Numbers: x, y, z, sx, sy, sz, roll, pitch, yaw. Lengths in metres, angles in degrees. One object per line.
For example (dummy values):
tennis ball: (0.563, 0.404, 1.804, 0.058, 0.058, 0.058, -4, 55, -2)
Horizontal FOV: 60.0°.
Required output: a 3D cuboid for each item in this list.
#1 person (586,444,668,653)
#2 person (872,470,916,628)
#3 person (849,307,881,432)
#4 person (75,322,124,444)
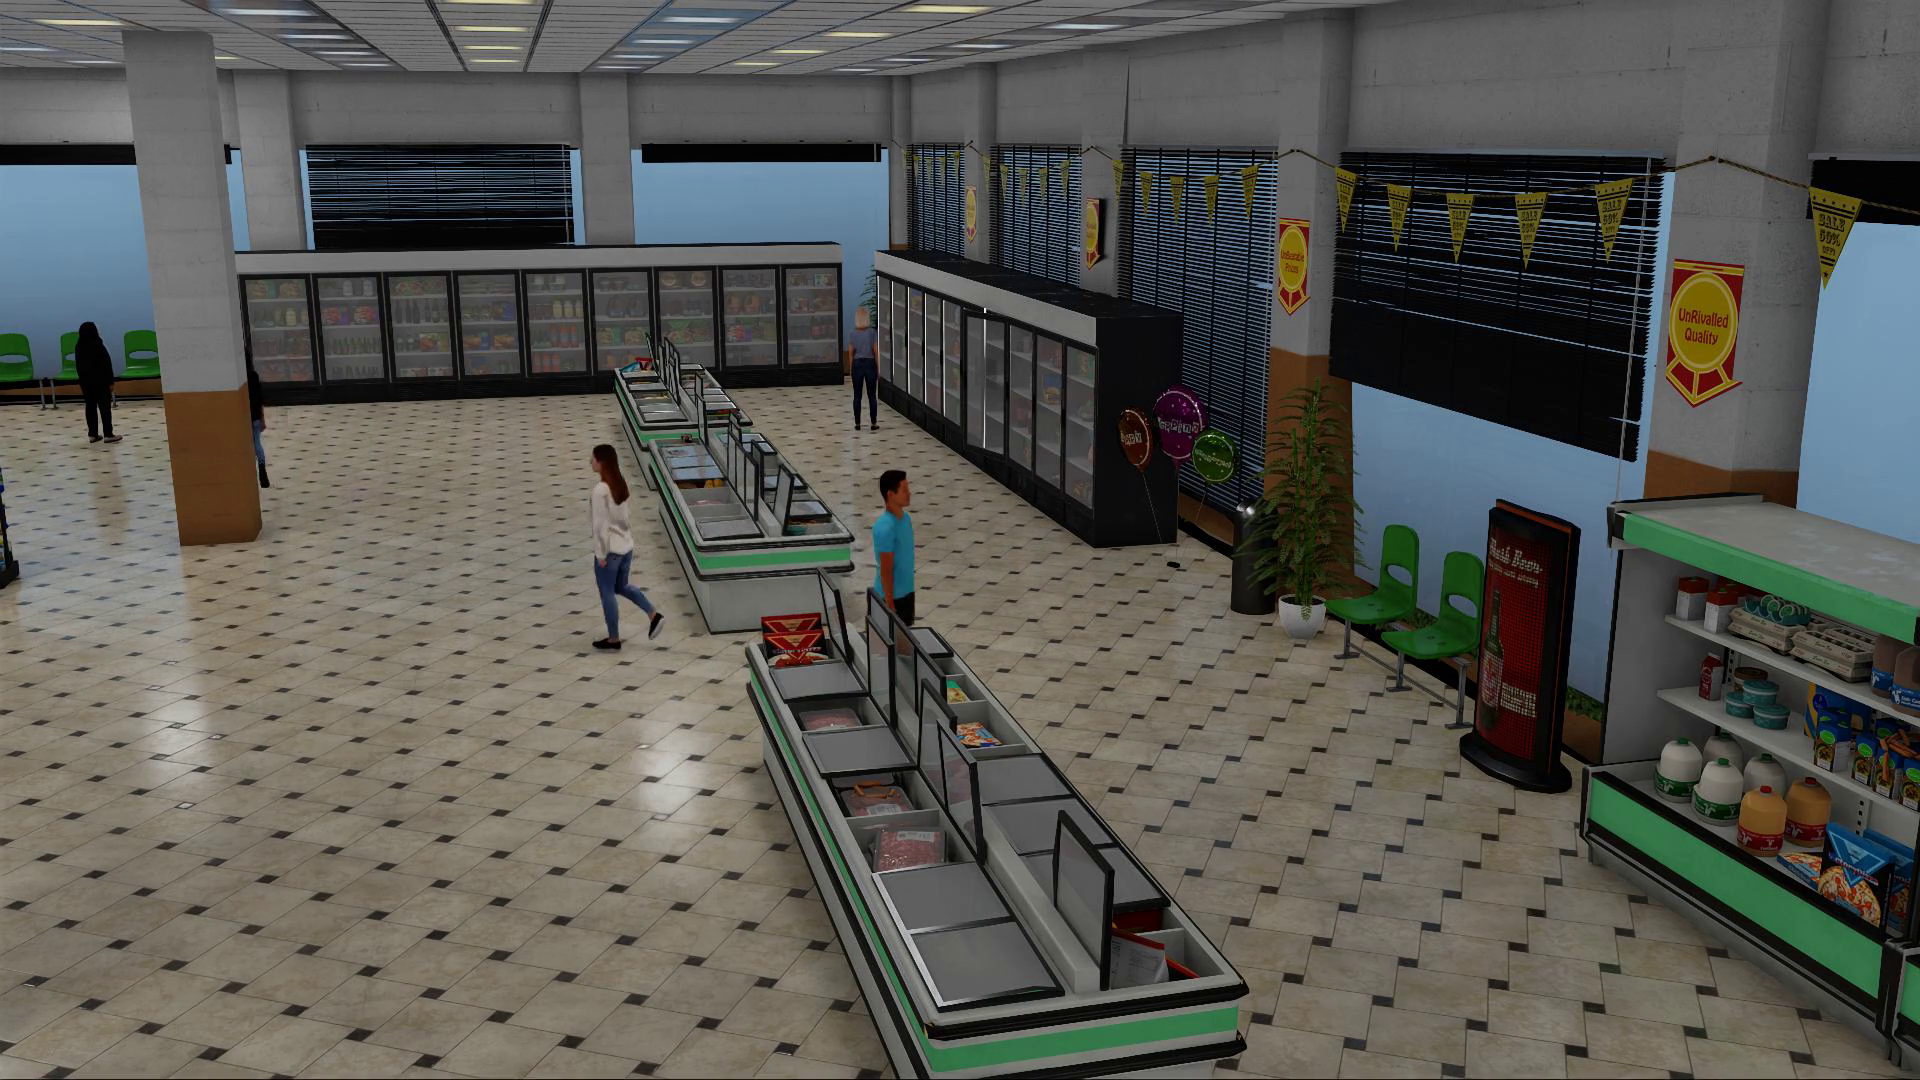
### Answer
person: (-2.656, 0.084, 13.091, 0.925, 1.675, 0.909, 4, 14, 17)
person: (-0.534, 0.384, 11.680, 0.973, 1.757, 1.016, 4, 14, 14)
person: (-1.337, -2.394, 23.206, 0.637, 1.722, 0.611, 1, 14, 3)
person: (-11.583, -2.114, 22.276, 0.754, 1.616, 0.772, 3, 14, 11)
